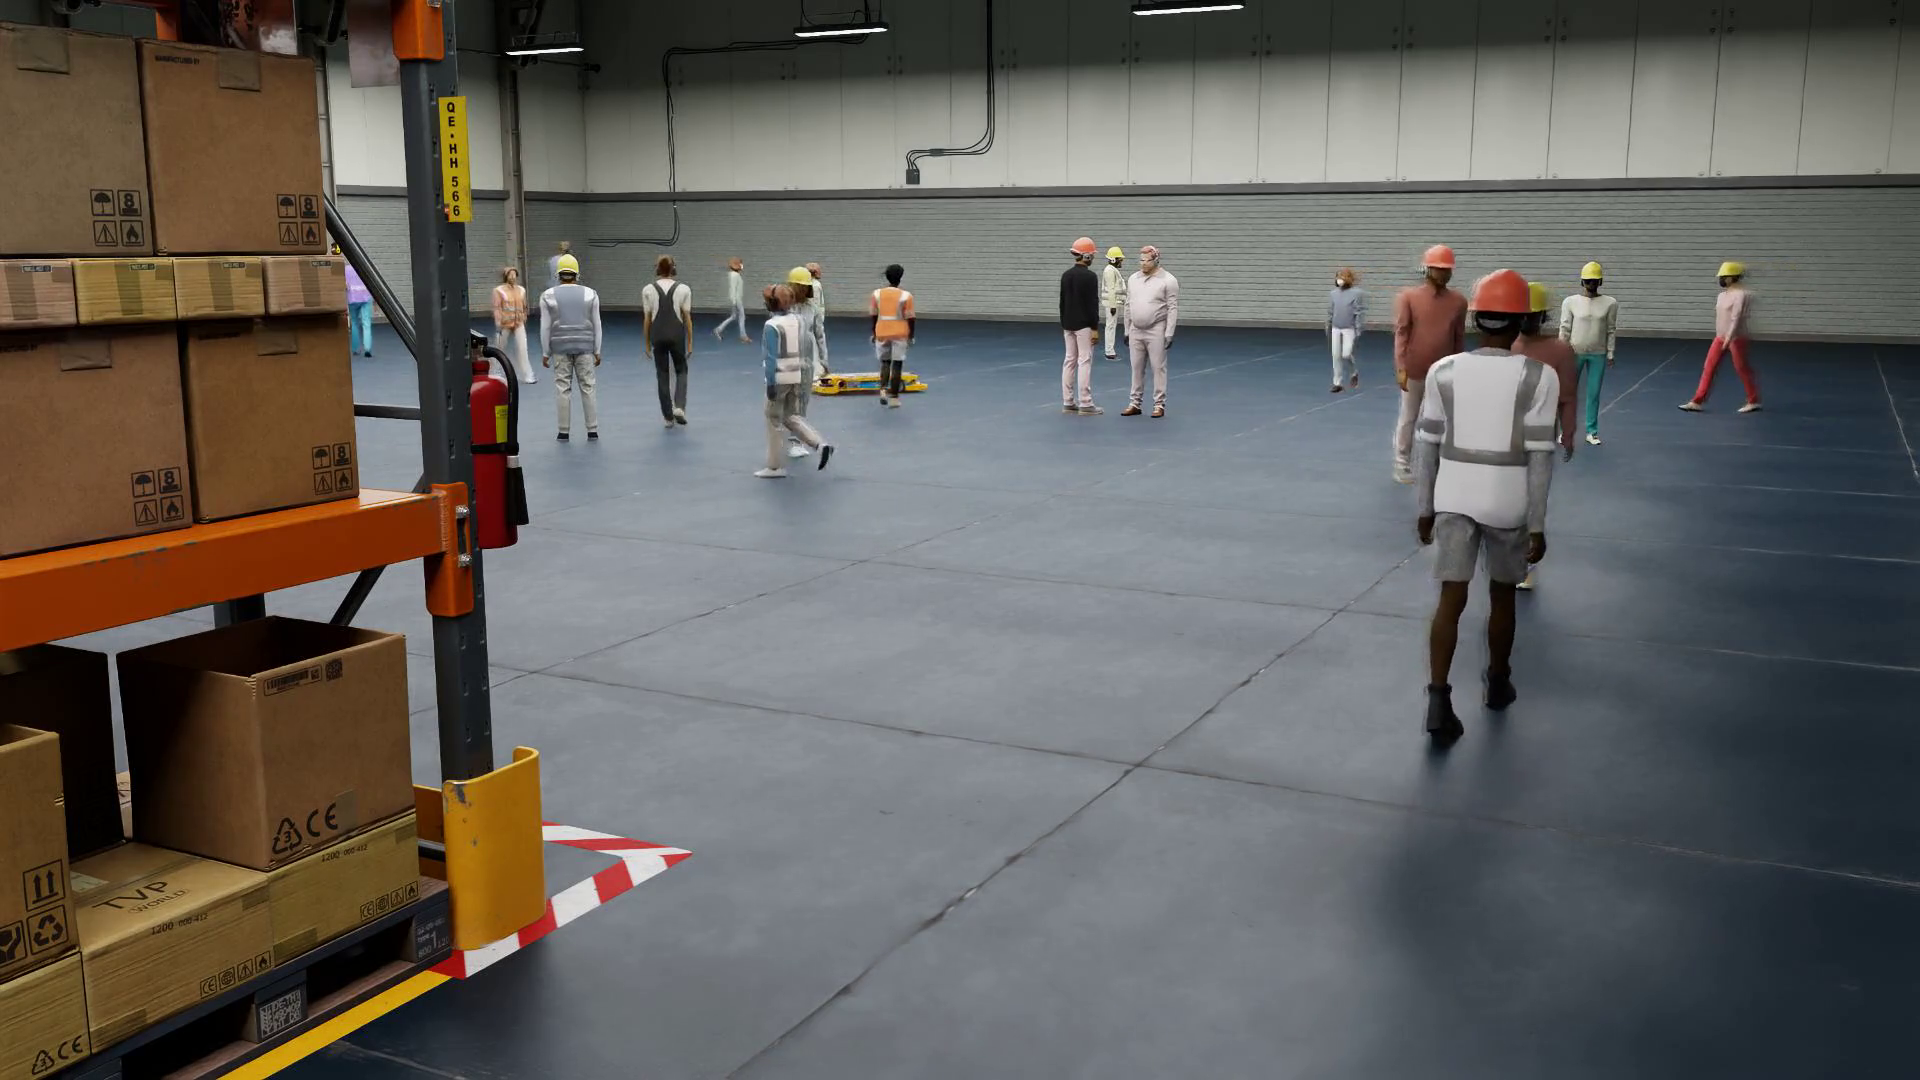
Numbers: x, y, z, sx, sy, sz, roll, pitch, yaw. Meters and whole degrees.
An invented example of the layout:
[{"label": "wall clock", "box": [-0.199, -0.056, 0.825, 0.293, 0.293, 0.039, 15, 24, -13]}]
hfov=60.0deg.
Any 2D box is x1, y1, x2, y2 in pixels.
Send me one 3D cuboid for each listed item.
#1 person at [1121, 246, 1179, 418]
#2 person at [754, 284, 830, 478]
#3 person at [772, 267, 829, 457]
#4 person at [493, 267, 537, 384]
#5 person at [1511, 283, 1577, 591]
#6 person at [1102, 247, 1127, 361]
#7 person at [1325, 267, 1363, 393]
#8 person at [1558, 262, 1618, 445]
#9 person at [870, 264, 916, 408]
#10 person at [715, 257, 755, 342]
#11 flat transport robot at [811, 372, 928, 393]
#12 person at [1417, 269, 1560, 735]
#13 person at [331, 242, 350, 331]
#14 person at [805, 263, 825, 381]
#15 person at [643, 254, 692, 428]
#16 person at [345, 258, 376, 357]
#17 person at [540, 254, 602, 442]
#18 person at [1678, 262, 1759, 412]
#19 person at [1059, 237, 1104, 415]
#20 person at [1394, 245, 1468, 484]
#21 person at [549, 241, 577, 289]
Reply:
[{"label": "person", "box": [2.098, -2.317, 18.566, 0.639, 1.902, 0.407, 7, 13, 34]}, {"label": "person", "box": [-1.429, -1.312, 13.822, 0.569, 1.620, 0.529, 5, 11, 23]}, {"label": "person", "box": [-1.415, -1.611, 15.154, 0.511, 1.722, 0.636, -7, 12, -32]}, {"label": "person", "box": [-6.171, -2.942, 22.811, 0.540, 1.593, 0.872, -10, 14, -44]}, {"label": "person", "box": [3.196, -0.584, 9.513, 0.548, 1.736, 0.752, 6, 12, 32]}, {"label": "person", "box": [2.497, -3.827, 26.980, 0.404, 1.833, 0.586, 1, 10, 5]}, {"label": "person", "box": [4.945, -2.703, 21.432, 0.517, 1.617, 0.398, 10, 14, 43]}, {"label": "person", "box": [6.069, -1.797, 16.097, 0.533, 1.767, 0.326, 2, 11, 10]}, {"label": "person", "box": [-0.774, -2.389, 19.529, 0.563, 1.680, 0.401, 3, 11, 18]}, {"label": "person", "box": [-4.301, -4.563, 31.610, 0.704, 1.612, 0.504, 0, 10, -1]}, {"label": "flat transport robot", "box": [-1.197, -2.045, 21.524, 1.431, 0.197, 0.652, -4, 11, -21]}, {"label": "person", "box": [2.136, -0.156, 6.812, 0.556, 1.895, 0.972, 6, 12, 29]}, {"label": "person", "box": [-13.078, -5.325, 35.046, 0.328, 1.872, 0.513, -6, 12, -31]}, {"label": "person", "box": [-2.037, -3.037, 23.199, 0.307, 1.640, 0.520, -2, 11, -12]}, {"label": "person", "box": [-3.069, -2.084, 17.499, 0.504, 1.832, 0.401, -1, 10, -6]}, {"label": "person", "box": [-10.076, -3.968, 27.874, 0.570, 1.810, 0.962, -4, 11, -23]}, {"label": "person", "box": [-3.810, -1.873, 16.320, 0.586, 1.835, 0.404, -3, 11, -17]}, {"label": "person", "box": [8.776, -2.309, 19.011, 0.911, 1.721, 0.524, -2, 11, -11]}, {"label": "person", "box": [1.374, -2.416, 18.840, 0.391, 1.995, 0.613, -7, 12, -33]}, {"label": "person", "box": [3.744, -1.358, 13.243, 0.617, 1.940, 1.040, -1, 10, -3]}, {"label": "person", "box": [-6.993, -4.324, 29.448, 0.652, 1.917, 0.509, 10, 14, 43]}]
